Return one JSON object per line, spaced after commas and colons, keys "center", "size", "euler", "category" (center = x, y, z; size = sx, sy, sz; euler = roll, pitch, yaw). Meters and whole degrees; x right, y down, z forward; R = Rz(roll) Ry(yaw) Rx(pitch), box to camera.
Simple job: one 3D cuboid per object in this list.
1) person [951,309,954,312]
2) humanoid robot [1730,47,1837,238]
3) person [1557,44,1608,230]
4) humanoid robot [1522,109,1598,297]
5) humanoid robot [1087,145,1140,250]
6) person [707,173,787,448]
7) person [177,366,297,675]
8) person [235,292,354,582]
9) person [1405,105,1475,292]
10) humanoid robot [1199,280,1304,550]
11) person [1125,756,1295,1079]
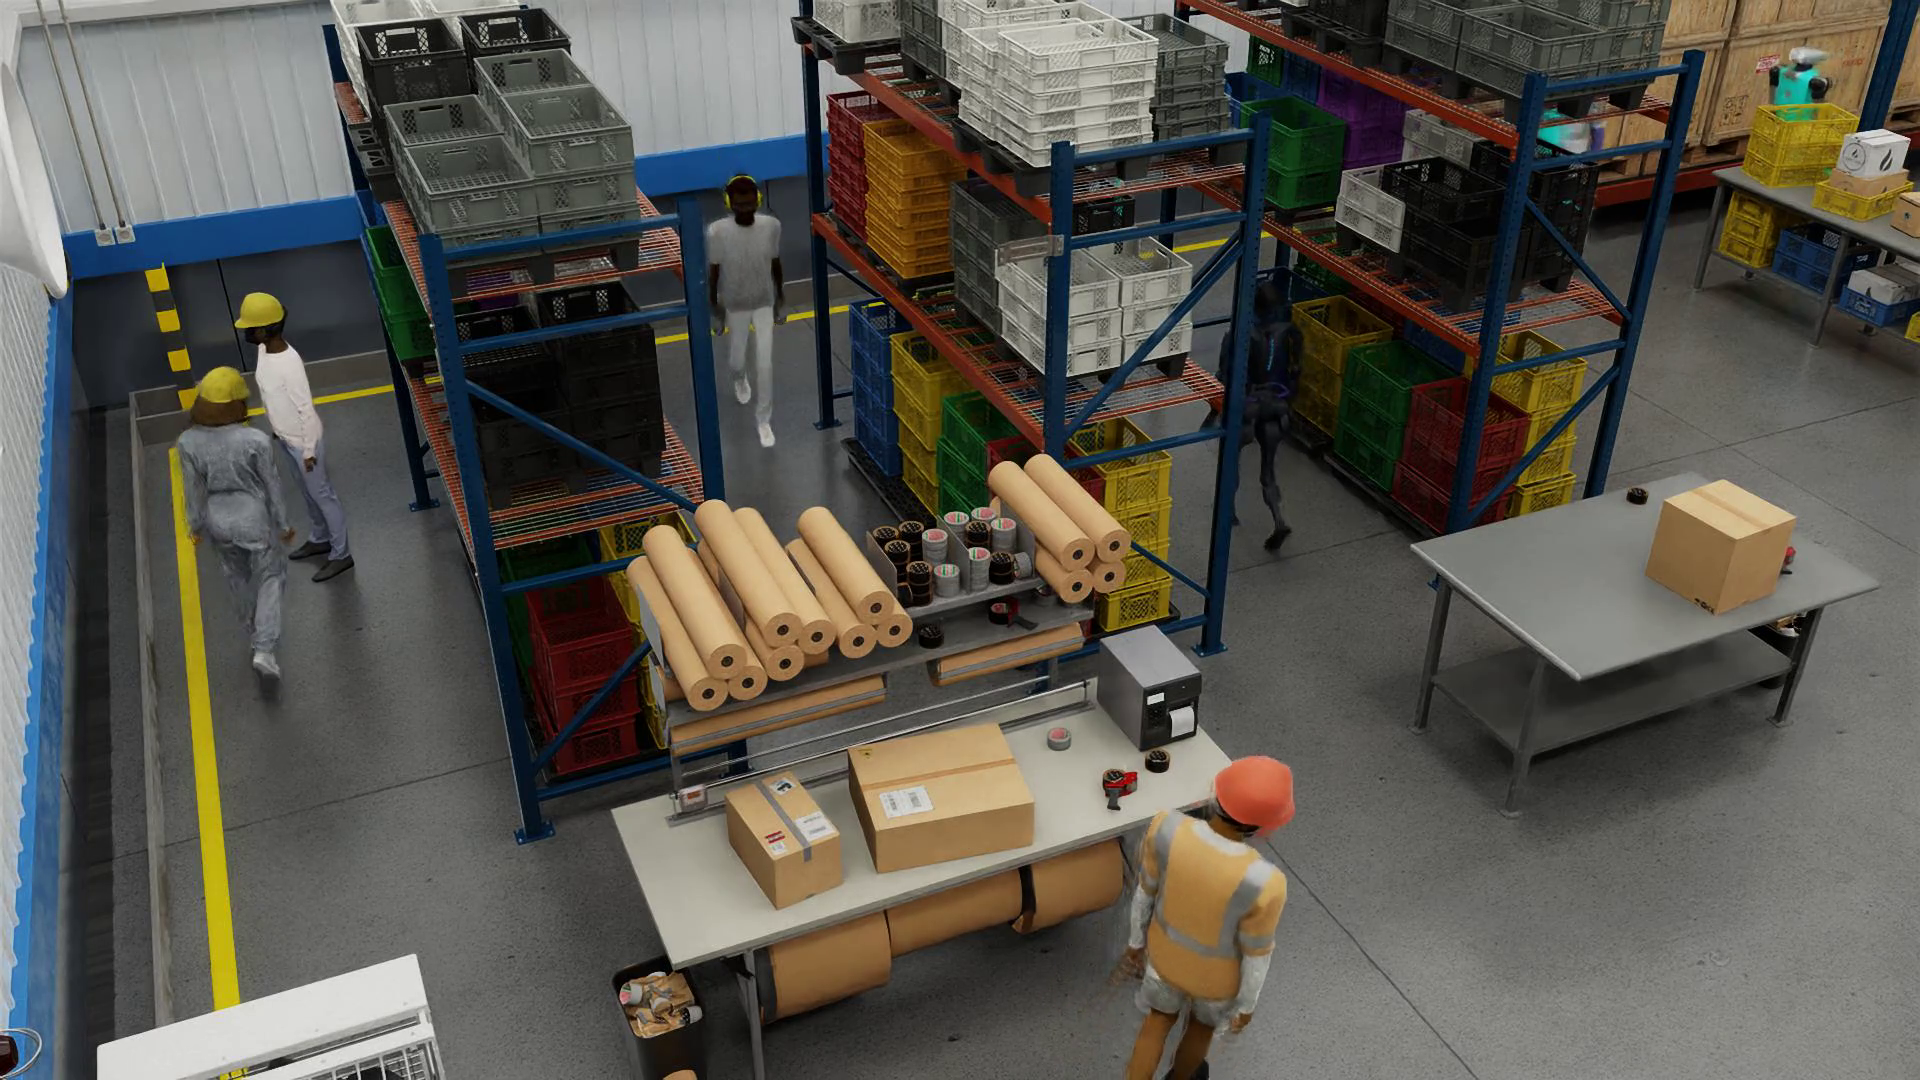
{"center": [0.115, -2.483, 12.472], "size": [0.329, 1.876, 0.508], "euler": [-5, 32, -8], "category": "person"}
{"center": [7.023, -3.250, 13.871], "size": [1.028, 1.739, 0.537], "euler": [-14, 34, -21], "category": "humanoid robot"}
{"center": [4.725, -3.013, 13.208], "size": [0.659, 2.028, 0.462], "euler": [3, 32, 5], "category": "person"}
{"center": [4.699, -2.728, 12.997], "size": [0.734, 1.769, 0.535], "euler": [22, 38, 32], "category": "humanoid robot"}
{"center": [1.179, -2.726, 13.031], "size": [0.575, 1.758, 0.998], "euler": [-2, 32, -3], "category": "humanoid robot"}
{"center": [-1.410, -1.570, 11.020], "size": [0.520, 1.847, 0.696], "euler": [-8, 32, -13], "category": "person"}
{"center": [-3.796, -0.068, 8.714], "size": [0.533, 1.706, 0.616], "euler": [0, 32, -1], "category": "person"}
{"center": [-3.805, -0.590, 9.498], "size": [0.324, 1.769, 0.523], "euler": [-23, 38, -32], "category": "person"}
{"center": [3.532, -2.283, 12.187], "size": [0.346, 1.837, 0.500], "euler": [-27, 41, -36], "category": "person"}
{"center": [1.762, -0.729, 9.836], "size": [0.600, 1.635, 0.675], "euler": [-9, 33, -14], "category": "humanoid robot"}
{"center": [0.839, 1.532, 5.929], "size": [0.576, 1.888, 0.694], "euler": [20, 37, 30], "category": "person"}
